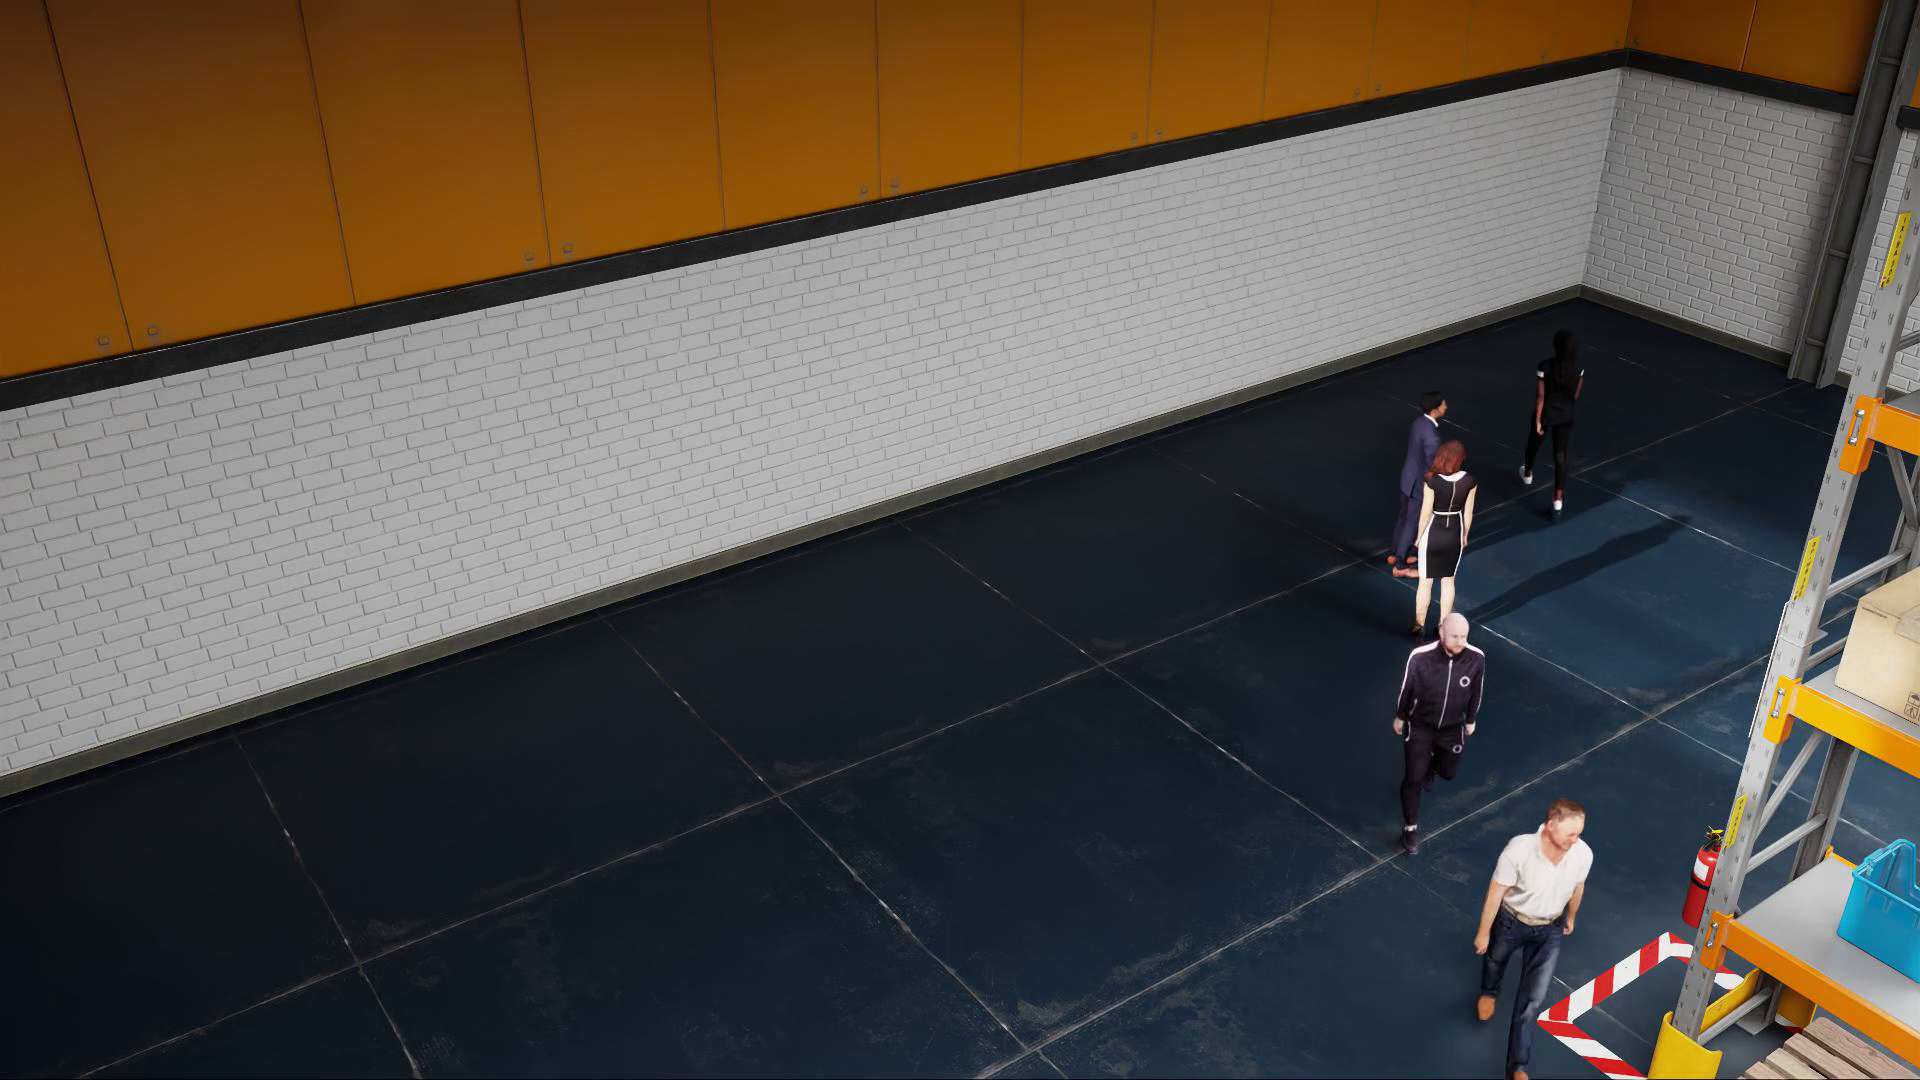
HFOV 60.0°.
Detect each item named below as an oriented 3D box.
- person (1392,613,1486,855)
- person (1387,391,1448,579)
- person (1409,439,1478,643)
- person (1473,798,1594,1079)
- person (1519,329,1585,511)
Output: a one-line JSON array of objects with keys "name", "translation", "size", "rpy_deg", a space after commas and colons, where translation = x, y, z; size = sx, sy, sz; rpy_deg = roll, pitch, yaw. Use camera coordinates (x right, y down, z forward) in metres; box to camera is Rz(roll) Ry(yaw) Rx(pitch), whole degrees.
[{"name": "person", "translation": [3.170, 1.197, 11.192], "size": [1.058, 1.810, 1.150], "rpy_deg": [2, 29, 4]}, {"name": "person", "translation": [3.944, -0.493, 14.384], "size": [0.764, 1.720, 0.656], "rpy_deg": [-1, 29, -1]}, {"name": "person", "translation": [3.874, 0.011, 13.379], "size": [0.649, 1.798, 0.660], "rpy_deg": [-1, 29, -1]}, {"name": "person", "translation": [3.231, 2.126, 9.506], "size": [1.250, 1.794, 1.288], "rpy_deg": [6, 29, 12]}, {"name": "person", "translation": [5.566, -1.086, 15.508], "size": [1.128, 1.686, 1.252], "rpy_deg": [3, 29, 5]}]
